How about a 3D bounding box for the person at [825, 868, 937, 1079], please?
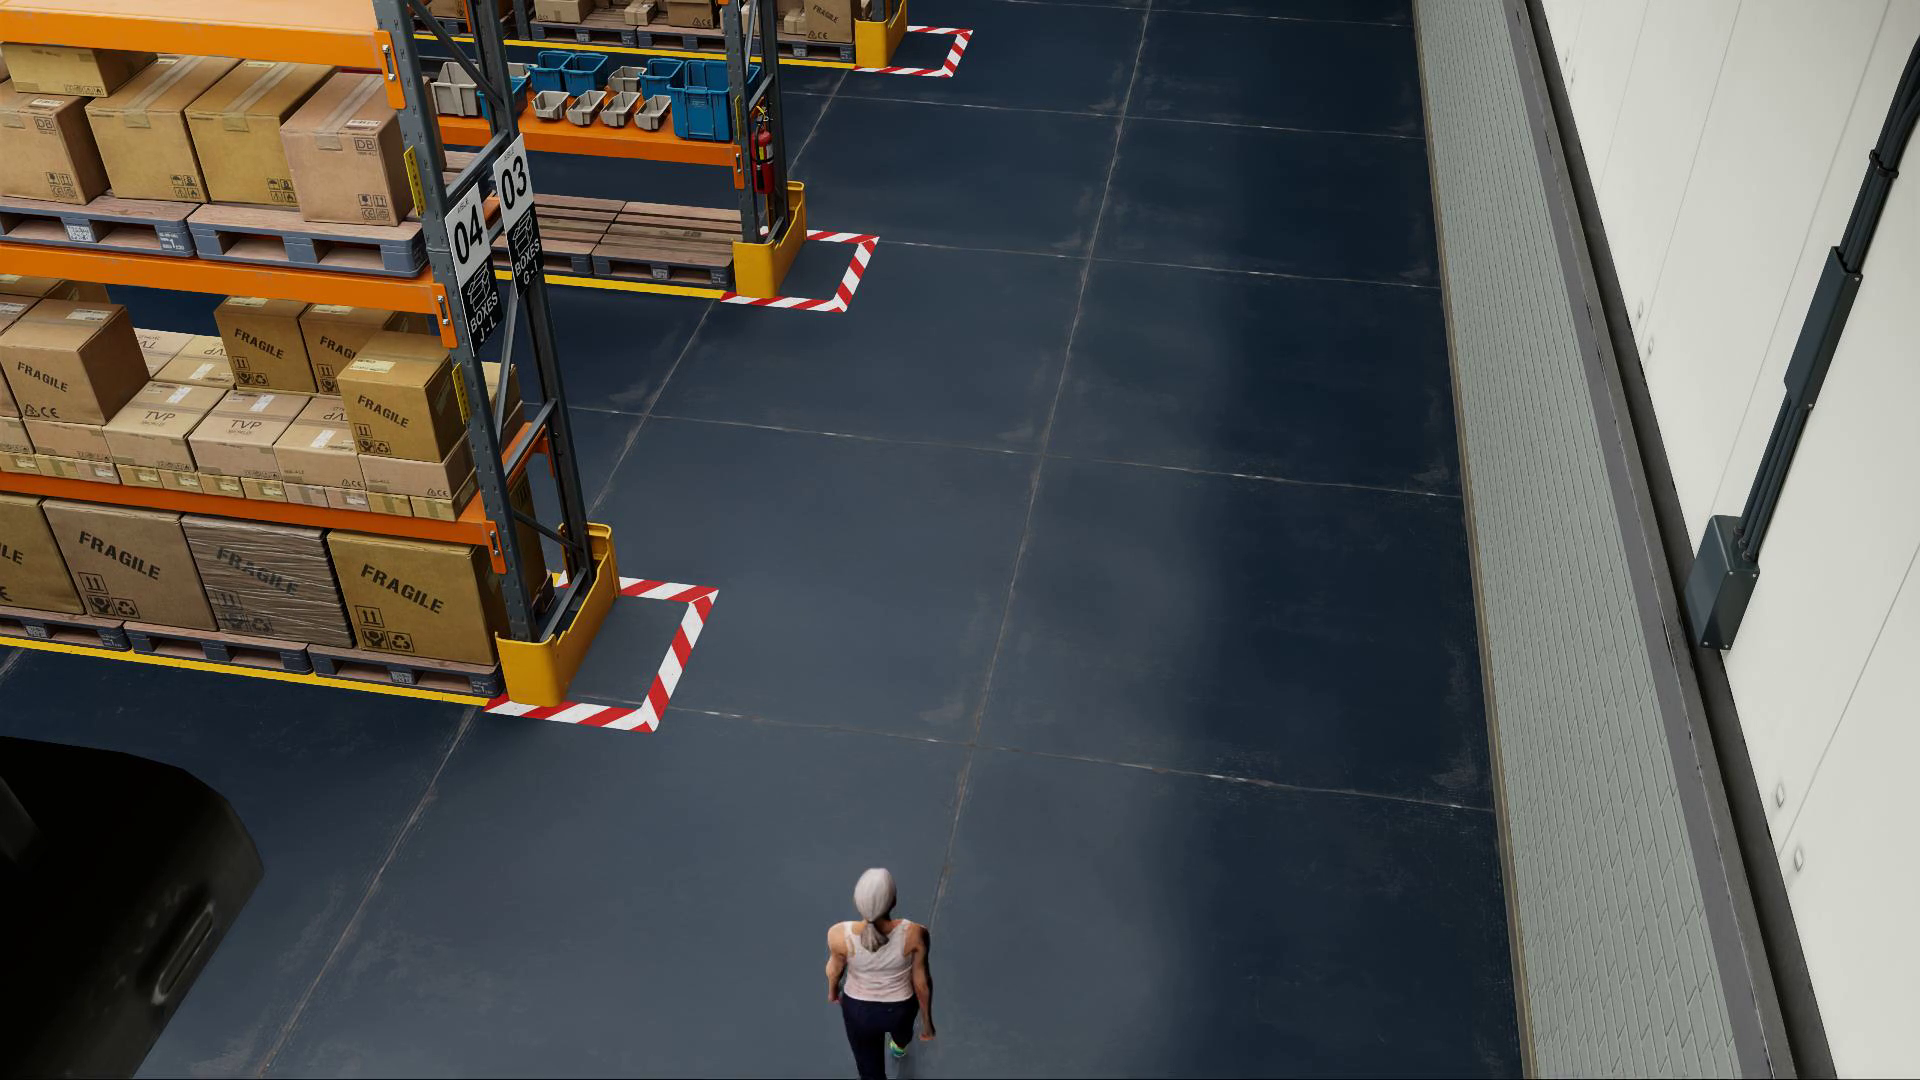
[{"bbox_3d":[-0.343,2.134,7.193,1.082,1.668,0.853,-1,38,-2],"label":"person"}]
